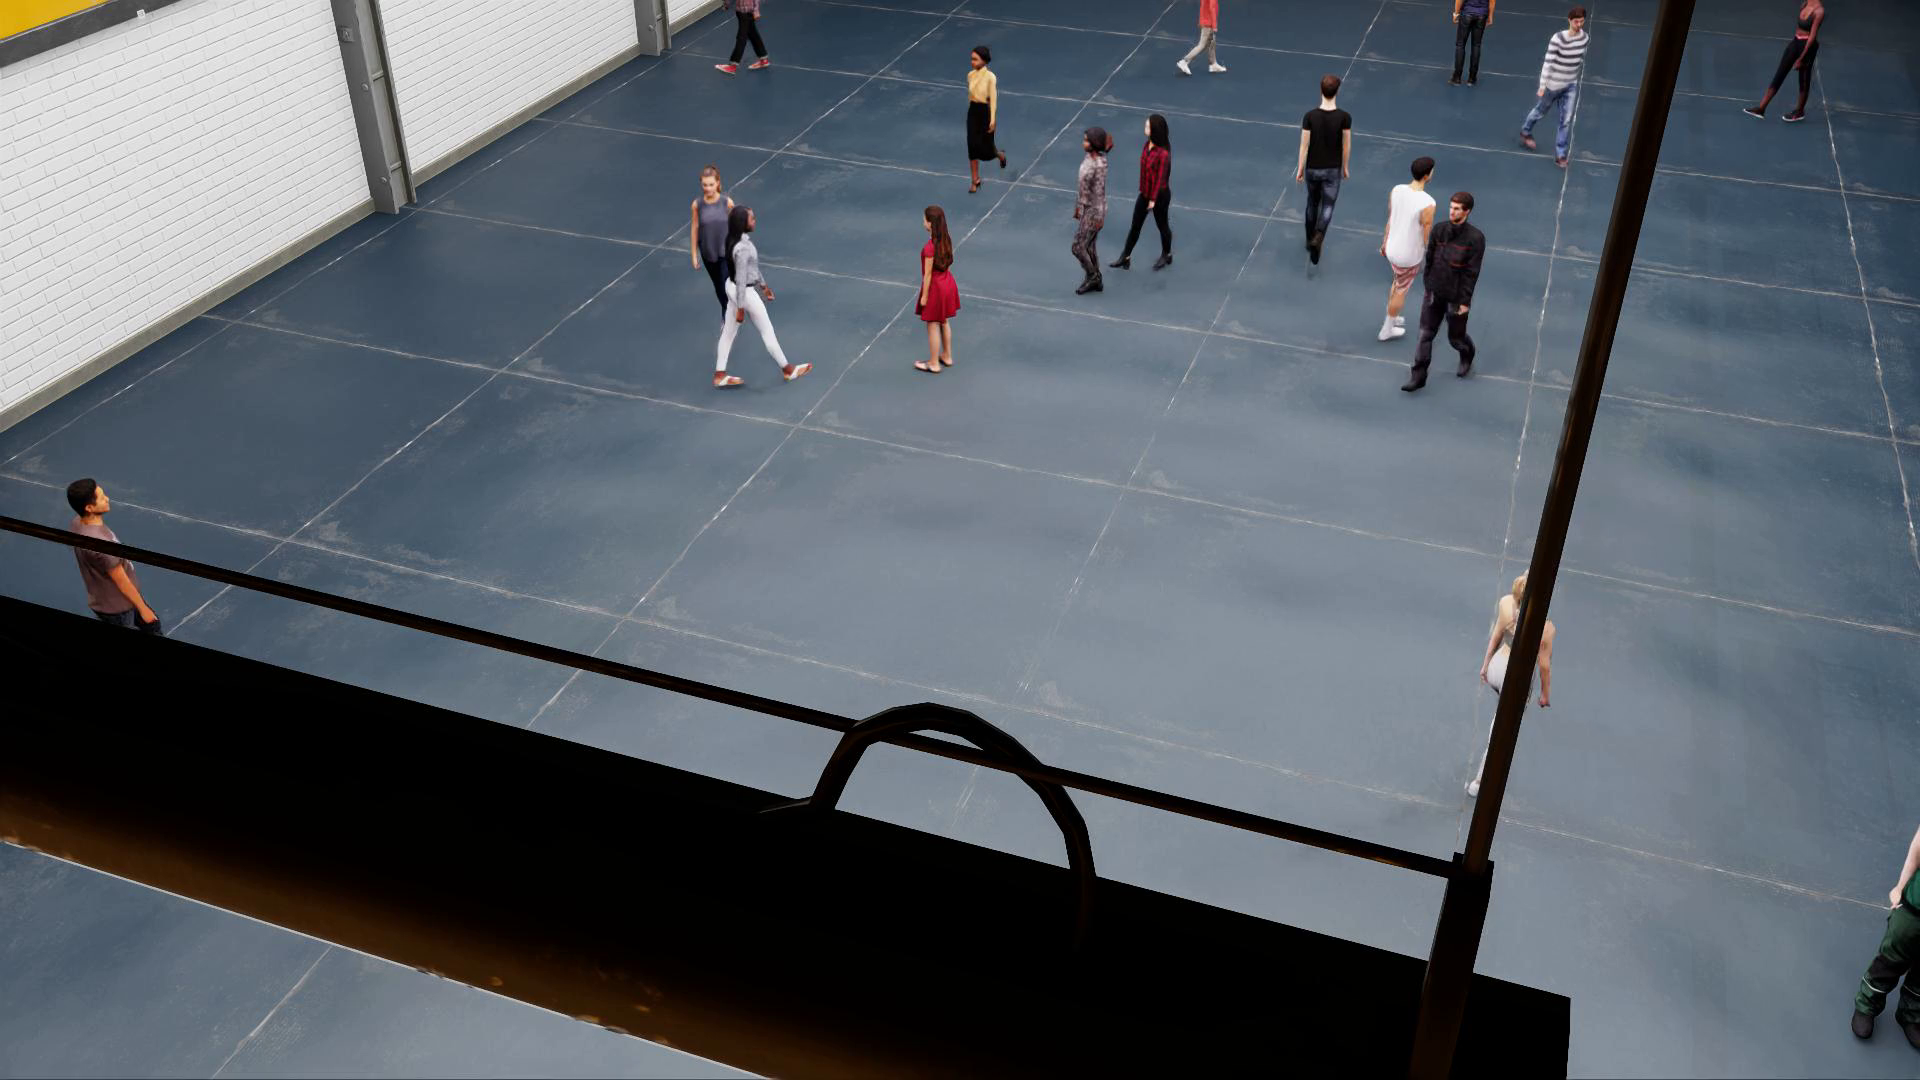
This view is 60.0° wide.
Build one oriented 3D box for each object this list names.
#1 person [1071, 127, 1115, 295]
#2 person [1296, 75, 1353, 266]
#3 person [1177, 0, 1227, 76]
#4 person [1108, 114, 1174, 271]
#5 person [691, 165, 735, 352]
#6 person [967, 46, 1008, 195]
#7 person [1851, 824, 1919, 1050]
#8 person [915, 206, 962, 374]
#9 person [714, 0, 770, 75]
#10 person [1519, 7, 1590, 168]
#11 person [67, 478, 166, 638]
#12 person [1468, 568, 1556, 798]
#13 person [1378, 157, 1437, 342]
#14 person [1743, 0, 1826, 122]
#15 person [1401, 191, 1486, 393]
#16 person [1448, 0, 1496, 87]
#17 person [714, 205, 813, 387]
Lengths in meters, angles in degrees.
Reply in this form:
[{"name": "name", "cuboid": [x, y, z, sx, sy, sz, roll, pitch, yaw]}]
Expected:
[{"name": "person", "cuboid": [1.372, -3.200, 16.260, 0.784, 1.704, 0.715, -7, 34, -11]}, {"name": "person", "cuboid": [3.693, -3.735, 16.911, 0.654, 1.874, 1.060, 11, 35, 16]}, {"name": "person", "cuboid": [3.216, -6.849, 22.028, 0.848, 1.396, 0.935, -4, 34, -6]}, {"name": "person", "cuboid": [2.044, -3.481, 16.750, 1.033, 1.630, 0.957, -17, 37, -23]}, {"name": "person", "cuboid": [-2.246, -2.677, 15.492, 0.819, 1.684, 1.149, 1, 34, 1]}, {"name": "person", "cuboid": [0.295, -4.689, 18.565, 0.710, 1.632, 0.935, 22, 40, 30]}, {"name": "person", "cuboid": [5.041, 1.857, 8.526, 0.656, 1.843, 0.615, 8, 34, 12]}, {"name": "person", "cuboid": [-0.197, -2.265, 14.992, 0.662, 1.551, 0.591, 18, 38, 25]}, {"name": "person", "cuboid": [-2.780, -7.088, 22.083, 1.188, 1.734, 1.117, -15, 36, -21]}, {"name": "person", "cuboid": [6.936, -5.317, 19.368, 1.089, 1.790, 1.351, -7, 34, -10]}, {"name": "person", "cuboid": [-5.570, 0.416, 10.779, 1.065, 1.749, 0.959, -20, 38, -27]}, {"name": "person", "cuboid": [3.290, 0.887, 10.125, 0.782, 1.689, 0.725, -17, 37, -23]}, {"name": "person", "cuboid": [4.054, -2.657, 15.387, 0.860, 1.766, 0.814, -20, 39, -28]}, {"name": "person", "cuboid": [10.436, -5.987, 20.426, 1.043, 1.734, 1.092, -7, 34, -11]}, {"name": "person", "cuboid": [4.356, -2.185, 14.631, 0.992, 1.817, 1.198, 29, 43, 36]}, {"name": "person", "cuboid": [6.667, -6.819, 21.627, 0.741, 1.790, 0.727, 7, 34, 10]}, {"name": "person", "cuboid": [-1.998, -2.103, 14.632, 1.070, 1.680, 1.111, -9, 35, -13]}]
